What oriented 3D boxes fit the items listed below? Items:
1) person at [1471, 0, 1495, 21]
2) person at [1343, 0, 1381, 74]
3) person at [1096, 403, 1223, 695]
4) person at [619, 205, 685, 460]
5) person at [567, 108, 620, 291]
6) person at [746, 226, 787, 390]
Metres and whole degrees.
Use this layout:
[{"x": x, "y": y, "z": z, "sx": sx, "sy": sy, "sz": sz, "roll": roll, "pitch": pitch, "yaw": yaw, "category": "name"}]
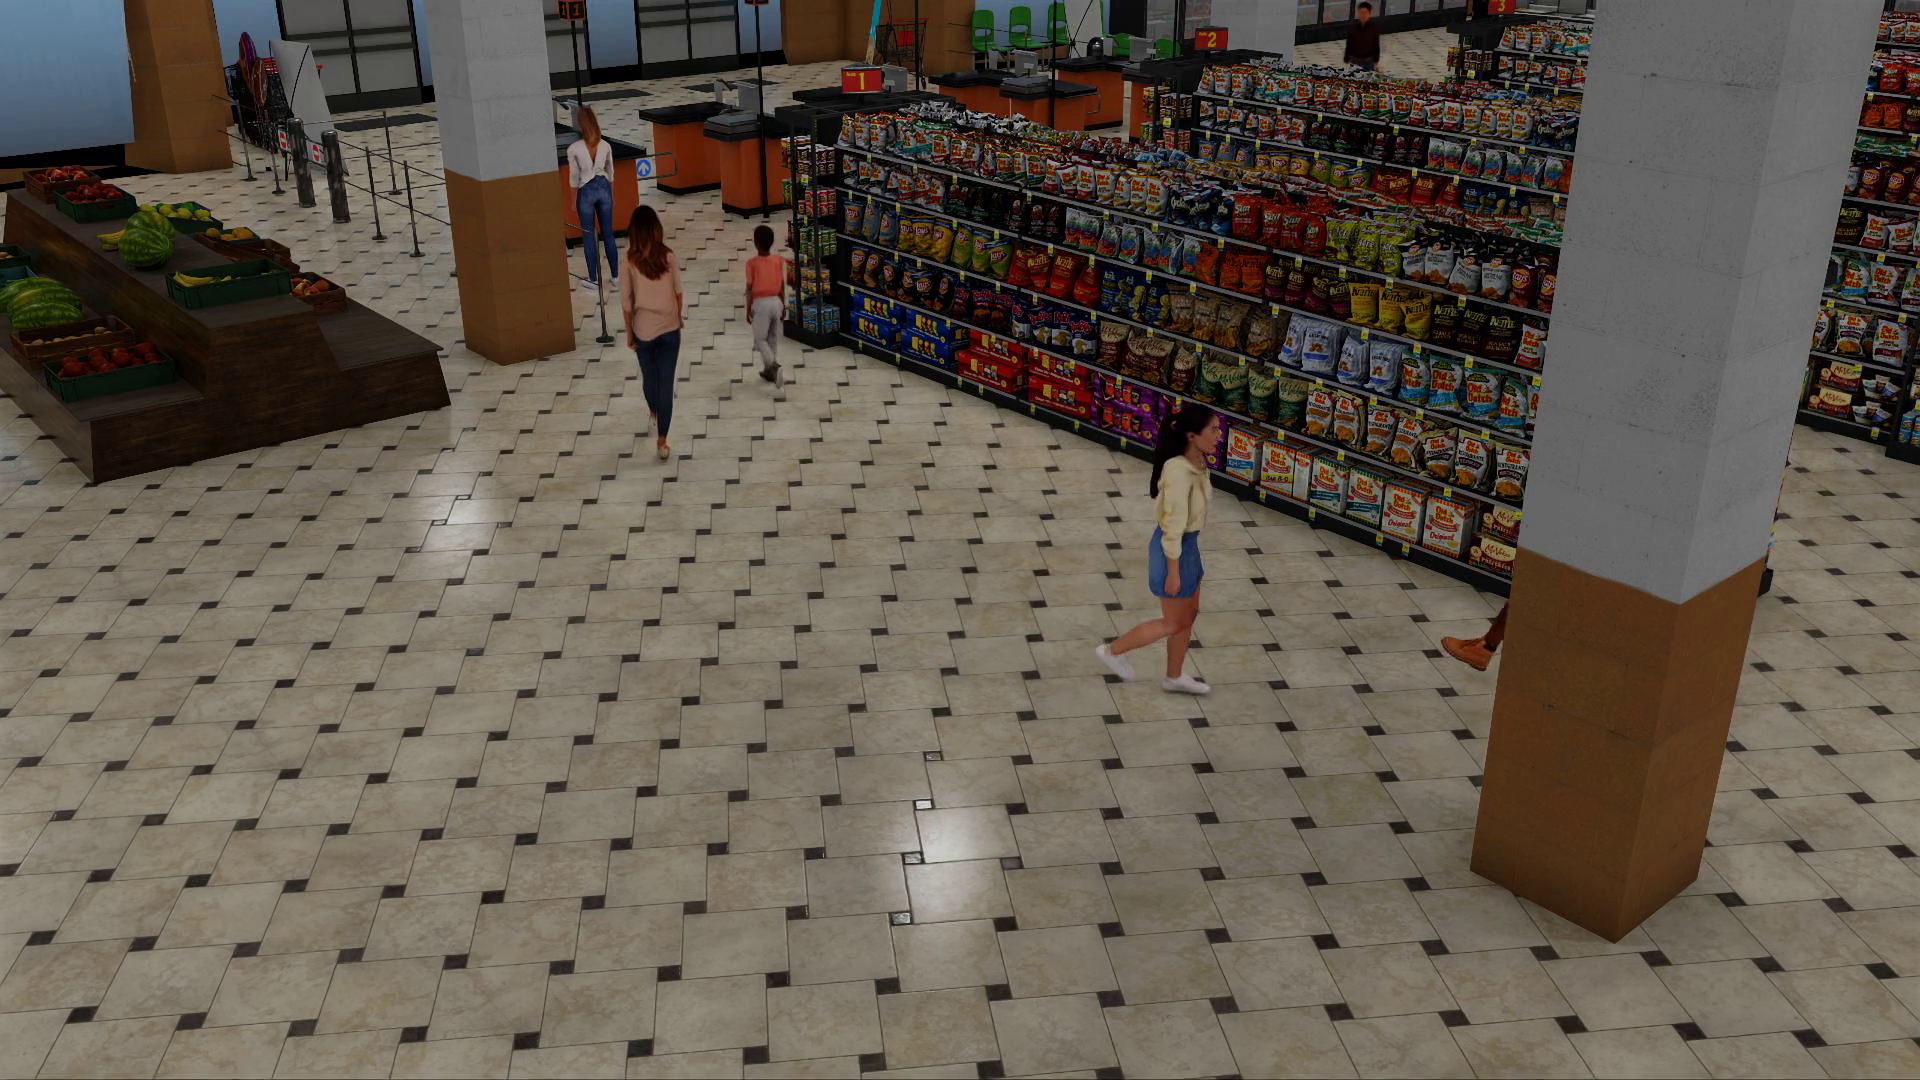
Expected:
[{"x": 9.139, "y": -8.978, "z": 29.085, "sx": 0.605, "sy": 1.684, "sz": 0.758, "roll": 14, "pitch": 27, "yaw": 29, "category": "person"}, {"x": 5.895, "y": -6.944, "z": 24.323, "sx": 0.722, "sy": 1.775, "sz": 0.829, "roll": 7, "pitch": 25, "yaw": 15, "category": "person"}, {"x": 1.028, "y": 0.074, "z": 8.489, "sx": 0.984, "sy": 1.612, "sz": 0.903, "roll": 4, "pitch": 24, "yaw": 10, "category": "person"}, {"x": -2.140, "y": -1.427, "z": 11.758, "sx": 0.975, "sy": 1.741, "sz": 1.192, "roll": -4, "pitch": 24, "yaw": -9, "category": "person"}, {"x": -3.529, "y": -3.299, "z": 16.045, "sx": 0.629, "sy": 1.733, "sz": 0.562, "roll": -15, "pitch": 28, "yaw": -30, "category": "person"}, {"x": -1.517, "y": -1.837, "z": 13.250, "sx": 0.584, "sy": 1.295, "sz": 0.839, "roll": -12, "pitch": 26, "yaw": -24, "category": "person"}]
